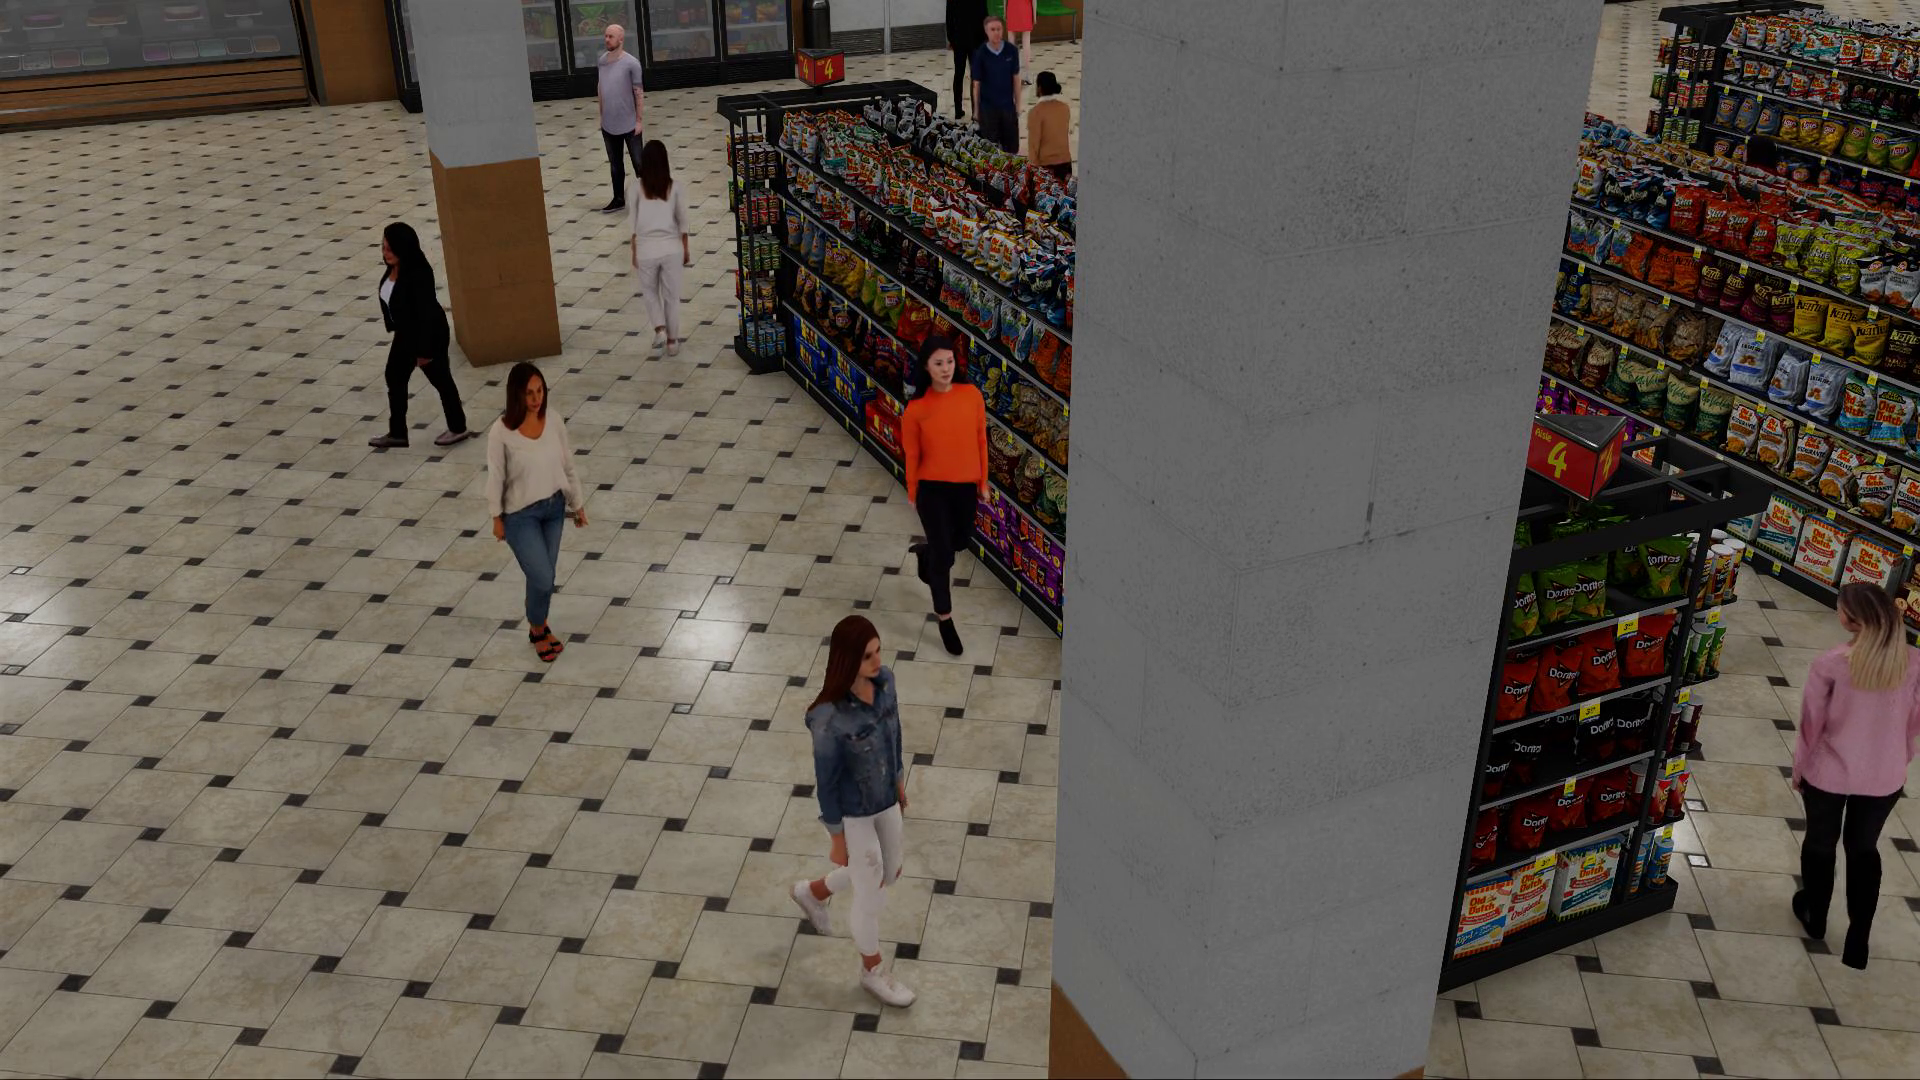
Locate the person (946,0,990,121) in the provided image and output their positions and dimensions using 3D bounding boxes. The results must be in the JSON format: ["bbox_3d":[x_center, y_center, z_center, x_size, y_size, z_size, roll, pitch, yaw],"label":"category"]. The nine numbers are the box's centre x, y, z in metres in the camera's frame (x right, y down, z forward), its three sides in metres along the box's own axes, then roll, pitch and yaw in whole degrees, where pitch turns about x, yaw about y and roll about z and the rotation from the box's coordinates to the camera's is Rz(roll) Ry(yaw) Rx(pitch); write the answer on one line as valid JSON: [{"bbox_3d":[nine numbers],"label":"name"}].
[{"bbox_3d":[0.090,-6.048,20.074,0.767,1.890,0.841,11,29,20],"label":"person"}]

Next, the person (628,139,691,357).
[{"bbox_3d":[-2.292,-2.195,12.711,0.676,1.678,0.697,-6,27,-11],"label":"person"}]

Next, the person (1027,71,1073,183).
[{"bbox_3d":[0.846,-3.215,14.669,0.773,1.728,0.993,-17,32,-30],"label":"person"}]

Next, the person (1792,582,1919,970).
[{"bbox_3d":[3.505,0.962,6.509,0.906,1.658,1.000,7,28,14],"label":"person"}]

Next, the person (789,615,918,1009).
[{"bbox_3d":[-0.439,1.011,6.381,1.014,1.685,0.892,17,31,29],"label":"person"}]

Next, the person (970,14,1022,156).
[{"bbox_3d":[0.342,-4.353,16.773,0.735,1.854,0.753,-7,28,-14],"label":"person"}]

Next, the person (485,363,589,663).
[{"bbox_3d":[-2.280,-0.164,8.715,0.760,1.671,0.736,22,34,36],"label":"person"}]

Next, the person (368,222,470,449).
[{"bbox_3d":[-3.555,-1.376,11.197,0.907,1.588,0.928,-24,36,-39],"label":"person"}]

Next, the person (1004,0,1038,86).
[{"bbox_3d":[0.780,-6.941,21.906,0.657,1.826,0.739,12,29,23],"label":"person"}]

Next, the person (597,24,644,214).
[{"bbox_3d":[-3.323,-4.128,16.346,0.735,1.838,0.817,12,29,23],"label":"person"}]

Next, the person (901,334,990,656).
[{"bbox_3d":[-0.103,-0.290,8.903,0.644,1.726,1.041,-13,30,-24],"label":"person"}]
